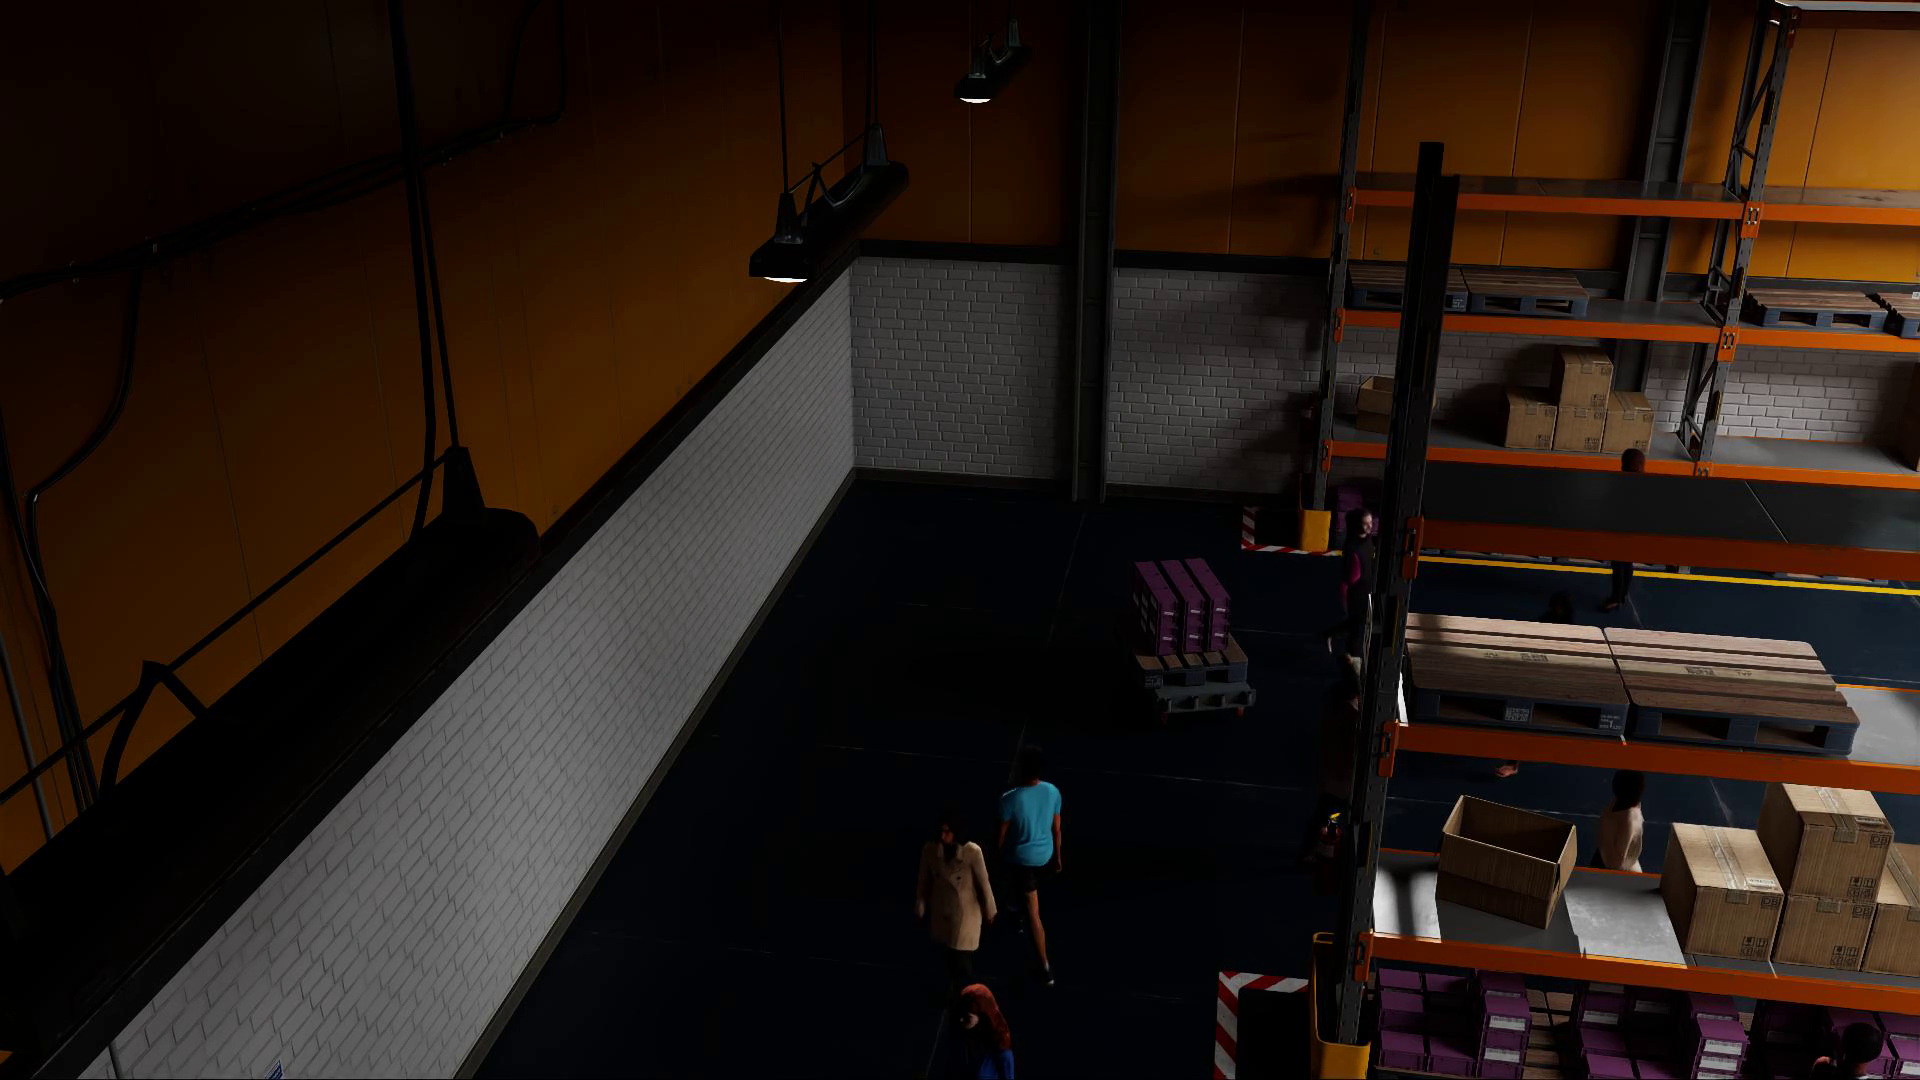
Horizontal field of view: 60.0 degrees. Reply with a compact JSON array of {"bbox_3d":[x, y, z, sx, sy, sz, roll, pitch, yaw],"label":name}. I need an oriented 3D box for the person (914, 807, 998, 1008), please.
[{"bbox_3d":[0.009,2.497,11.415,0.691,1.665,0.838,10,26,23],"label":"person"}]

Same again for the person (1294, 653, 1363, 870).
[{"bbox_3d":[2.854,1.731,12.923,1.104,1.859,0.873,-2,24,-5],"label":"person"}]

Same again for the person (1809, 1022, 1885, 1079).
[{"bbox_3d":[4.815,3.410,9.215,0.700,1.753,0.628,-18,29,-35],"label":"person"}]

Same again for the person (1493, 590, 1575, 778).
[{"bbox_3d":[5.106,1.208,14.352,1.287,1.673,1.103,-11,26,-24],"label":"person"}]

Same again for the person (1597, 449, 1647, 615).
[{"bbox_3d":[6.877,-0.096,17.186,0.698,1.793,0.691,20,30,37],"label":"person"}]

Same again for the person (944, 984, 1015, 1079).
[{"bbox_3d":[0.109,3.272,9.438,0.665,1.828,0.773,18,29,35],"label":"person"}]

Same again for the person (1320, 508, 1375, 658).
[{"bbox_3d":[3.747,0.483,15.940,0.875,1.731,0.985,-20,31,-38],"label":"person"}]

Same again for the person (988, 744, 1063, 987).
[{"bbox_3d":[0.532,2.316,11.754,1.214,1.724,1.129,-9,25,-20],"label":"person"}]
